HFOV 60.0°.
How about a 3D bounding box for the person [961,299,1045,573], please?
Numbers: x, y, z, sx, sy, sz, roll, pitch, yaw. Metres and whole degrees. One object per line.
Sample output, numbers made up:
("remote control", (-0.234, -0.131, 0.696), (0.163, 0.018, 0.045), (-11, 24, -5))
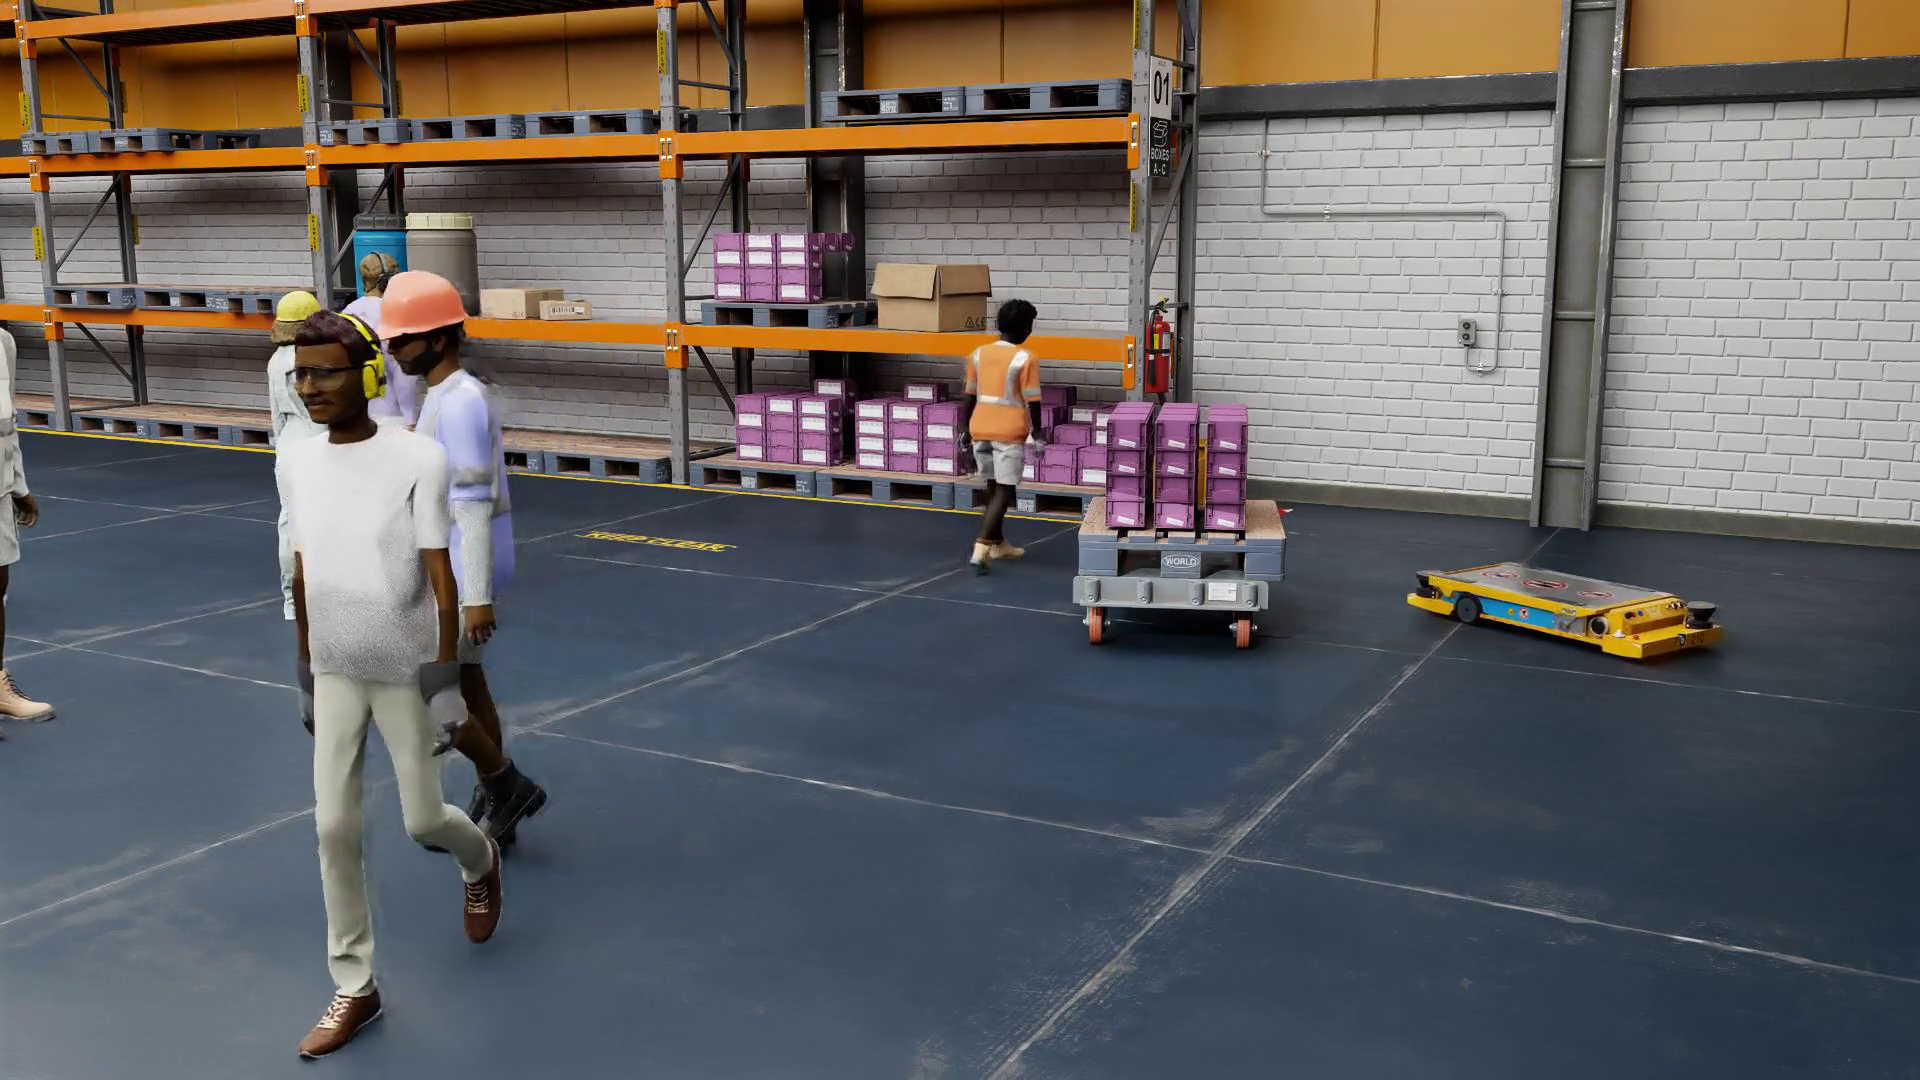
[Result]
("person", (0.225, -0.630, 10.085), (0.591, 1.652, 0.691), (9, 14, 41))

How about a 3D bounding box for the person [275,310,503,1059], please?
("person", (-1.475, 0.328, 4.325), (0.519, 1.842, 0.749), (2, 10, 10))

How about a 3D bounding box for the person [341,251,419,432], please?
("person", (-3.393, -0.721, 9.805), (0.627, 1.941, 0.373), (8, 13, 37))

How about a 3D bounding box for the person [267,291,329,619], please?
("person", (-3.413, -0.425, 8.718), (0.484, 1.745, 0.298), (10, 14, 42))

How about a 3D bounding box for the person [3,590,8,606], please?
("person", (-5.440, -0.550, 8.931), (0.371, 1.915, 0.597), (9, 14, 42))

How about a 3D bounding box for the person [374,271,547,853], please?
("person", (-1.640, 0.104, 5.342), (0.413, 1.914, 0.576), (-4, 11, -19))

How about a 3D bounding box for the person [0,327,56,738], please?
("person", (-3.989, -0.212, 6.737), (0.394, 2.040, 0.609), (2, 11, 11))

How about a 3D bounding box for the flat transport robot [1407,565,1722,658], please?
("flat transport robot", (3.090, 0.334, 8.595), (0.652, 0.197, 1.431), (-7, 12, -33))
